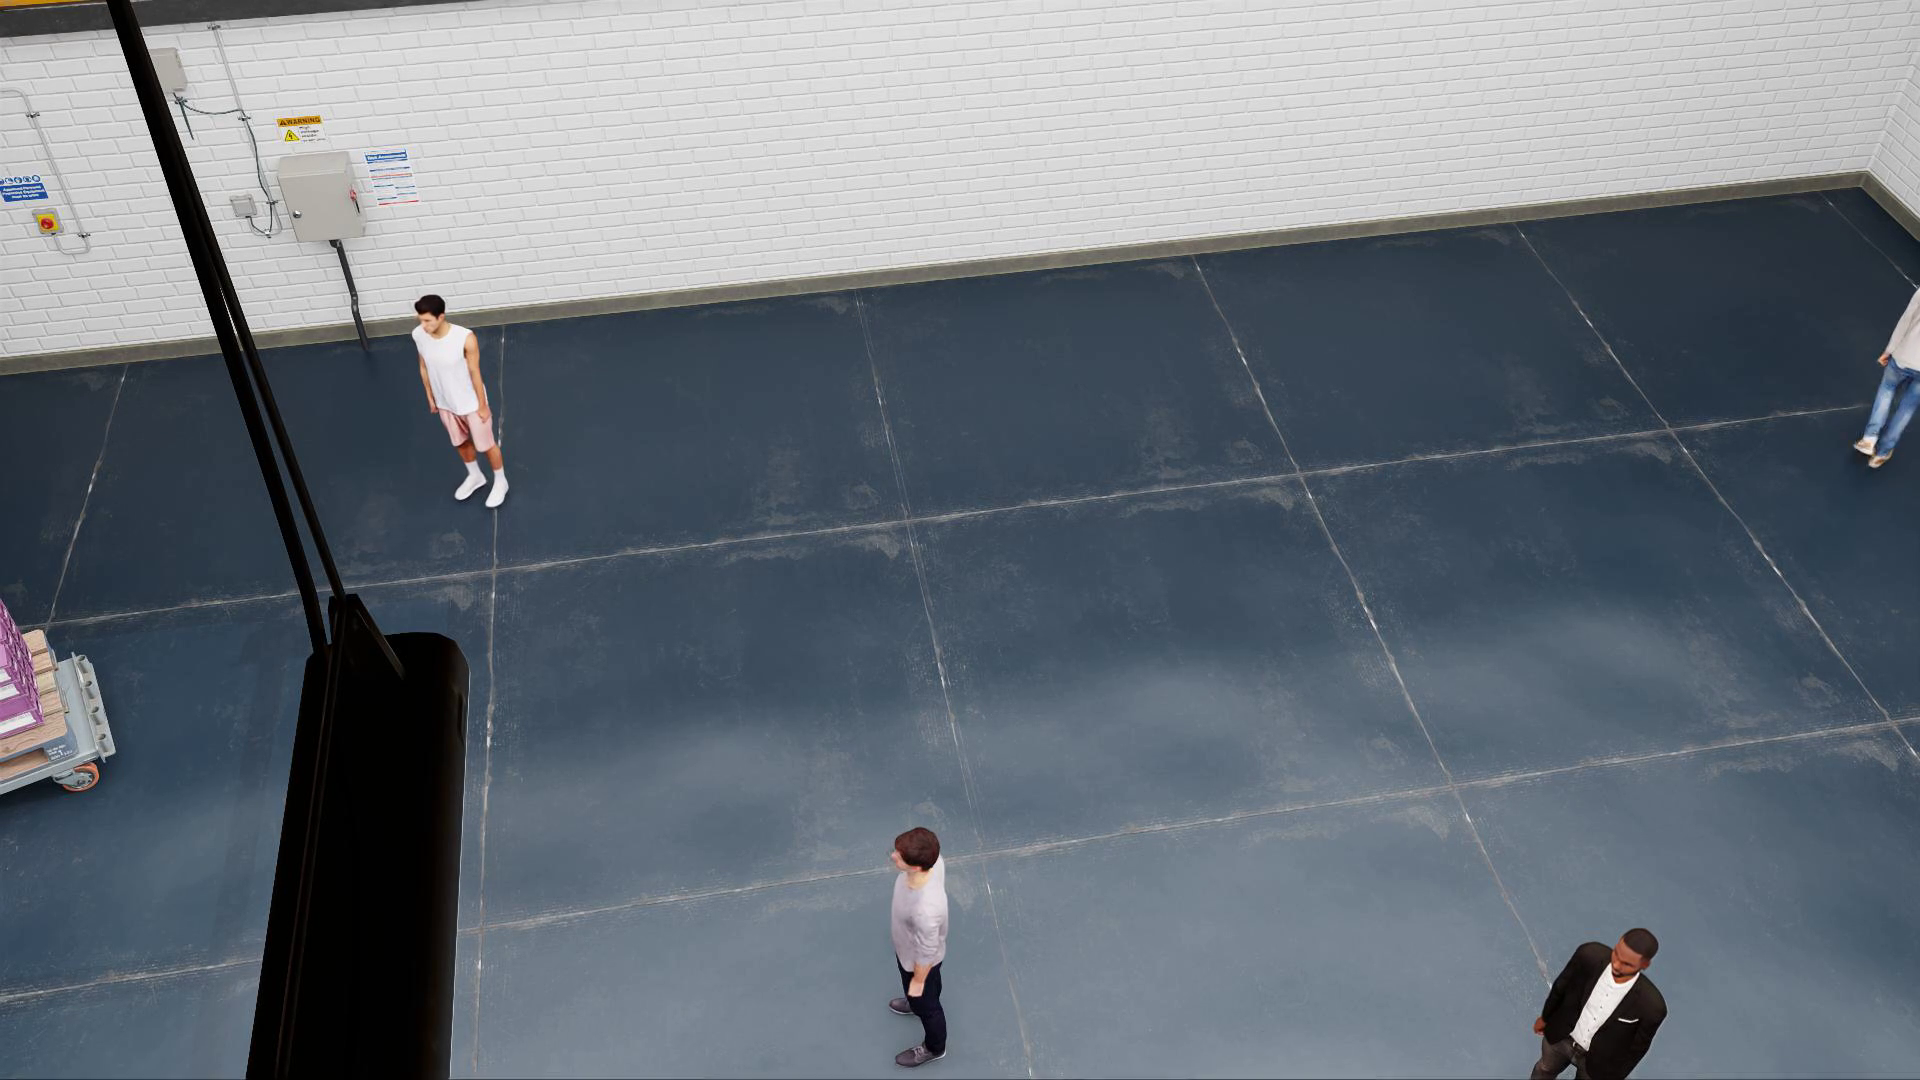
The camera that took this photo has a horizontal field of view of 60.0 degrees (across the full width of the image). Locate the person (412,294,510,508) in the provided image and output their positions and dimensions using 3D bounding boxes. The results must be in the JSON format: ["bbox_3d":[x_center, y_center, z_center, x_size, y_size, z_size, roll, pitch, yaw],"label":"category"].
[{"bbox_3d":[-3.526,-1.014,11.784,0.736,1.780,0.734,12,45,12],"label":"person"}]

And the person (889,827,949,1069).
[{"bbox_3d":[-0.200,2.059,8.512,0.730,1.843,0.490,-4,44,-4],"label":"person"}]

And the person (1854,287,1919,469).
[{"bbox_3d":[6.887,-1.252,11.955,0.788,1.888,0.853,27,50,25],"label":"person"}]

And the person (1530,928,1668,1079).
[{"bbox_3d":[3.068,2.450,8.134,0.801,1.800,0.680,-30,51,-28],"label":"person"}]
